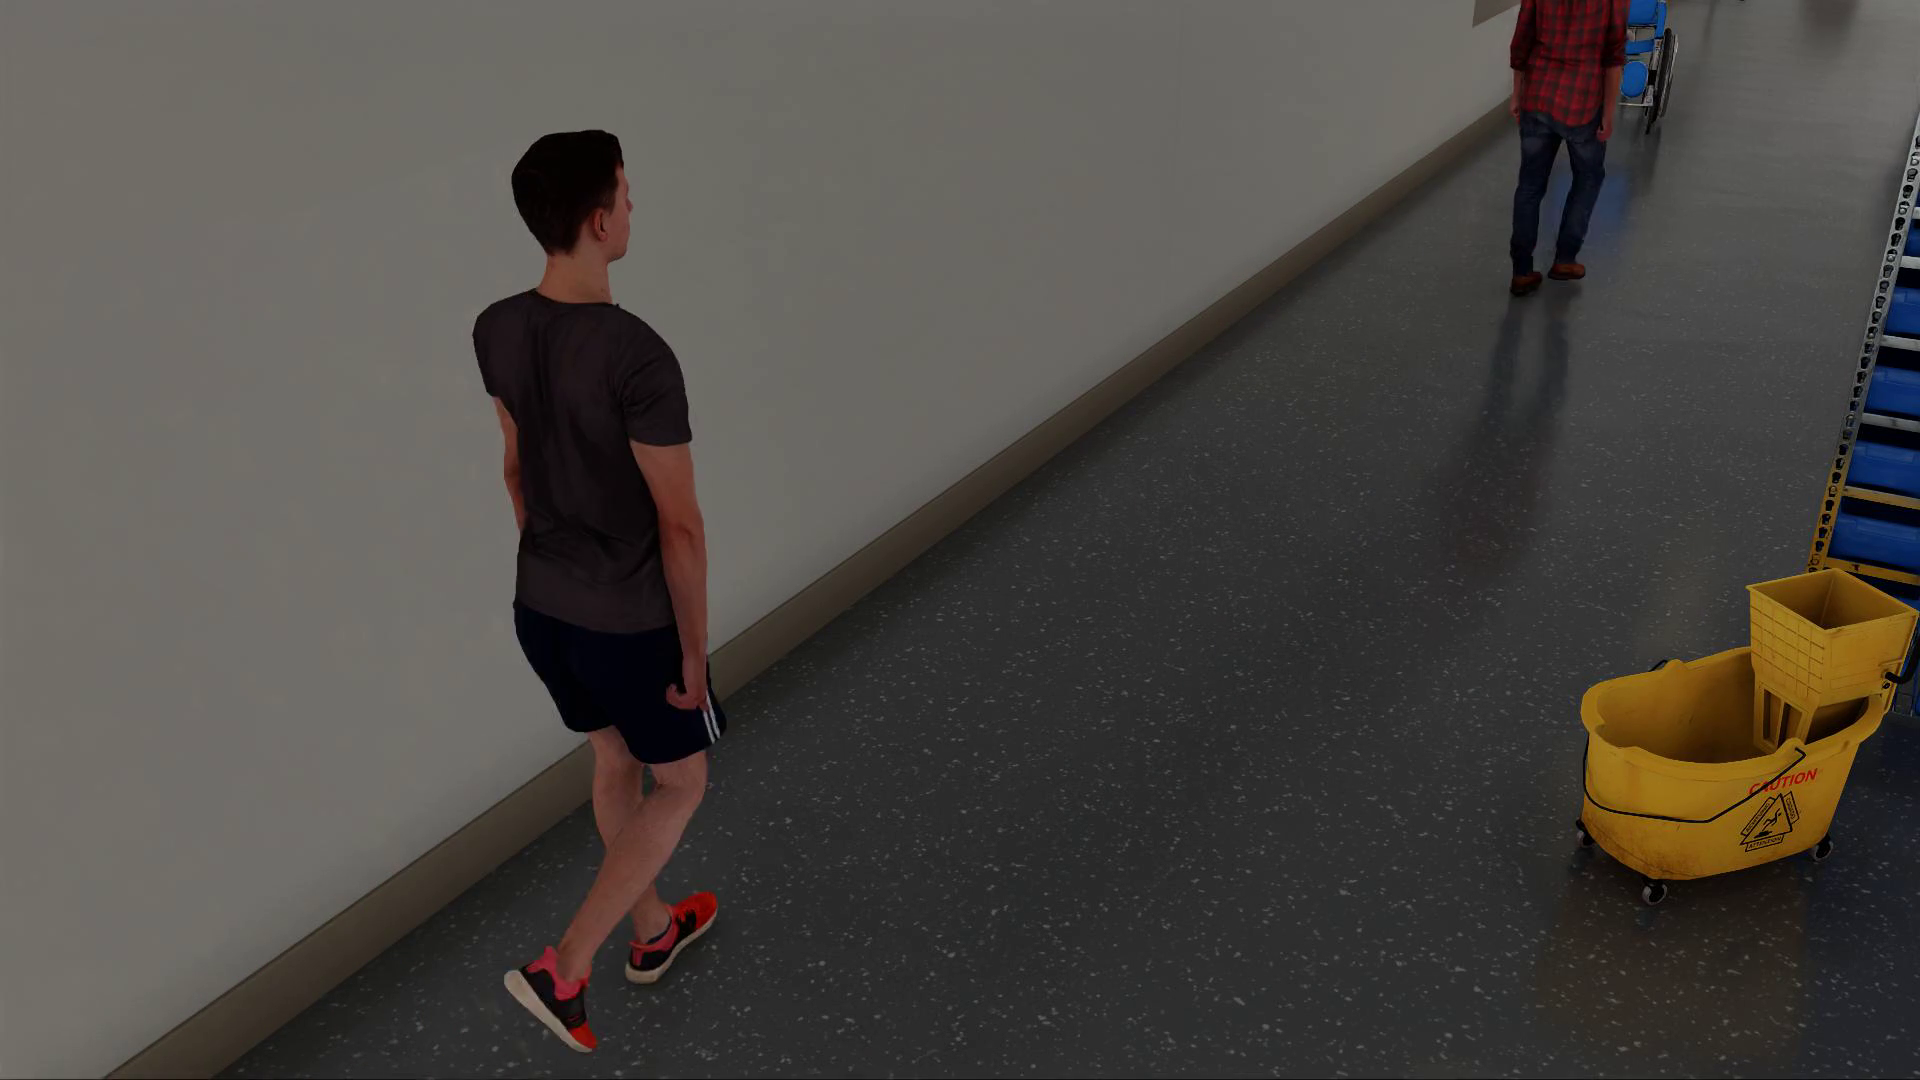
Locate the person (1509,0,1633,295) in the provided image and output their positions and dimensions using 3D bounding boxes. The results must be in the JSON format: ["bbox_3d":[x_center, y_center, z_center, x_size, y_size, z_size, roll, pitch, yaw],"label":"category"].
[{"bbox_3d":[2.798,-2.037,7.792,0.675,1.817,0.801,17,31,32],"label":"person"}]

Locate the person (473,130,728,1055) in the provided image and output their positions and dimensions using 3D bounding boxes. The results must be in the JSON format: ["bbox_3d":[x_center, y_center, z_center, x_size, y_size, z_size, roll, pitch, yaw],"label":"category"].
[{"bbox_3d":[-0.731,0.175,3.183,0.849,1.839,0.698,14,29,27],"label":"person"}]
